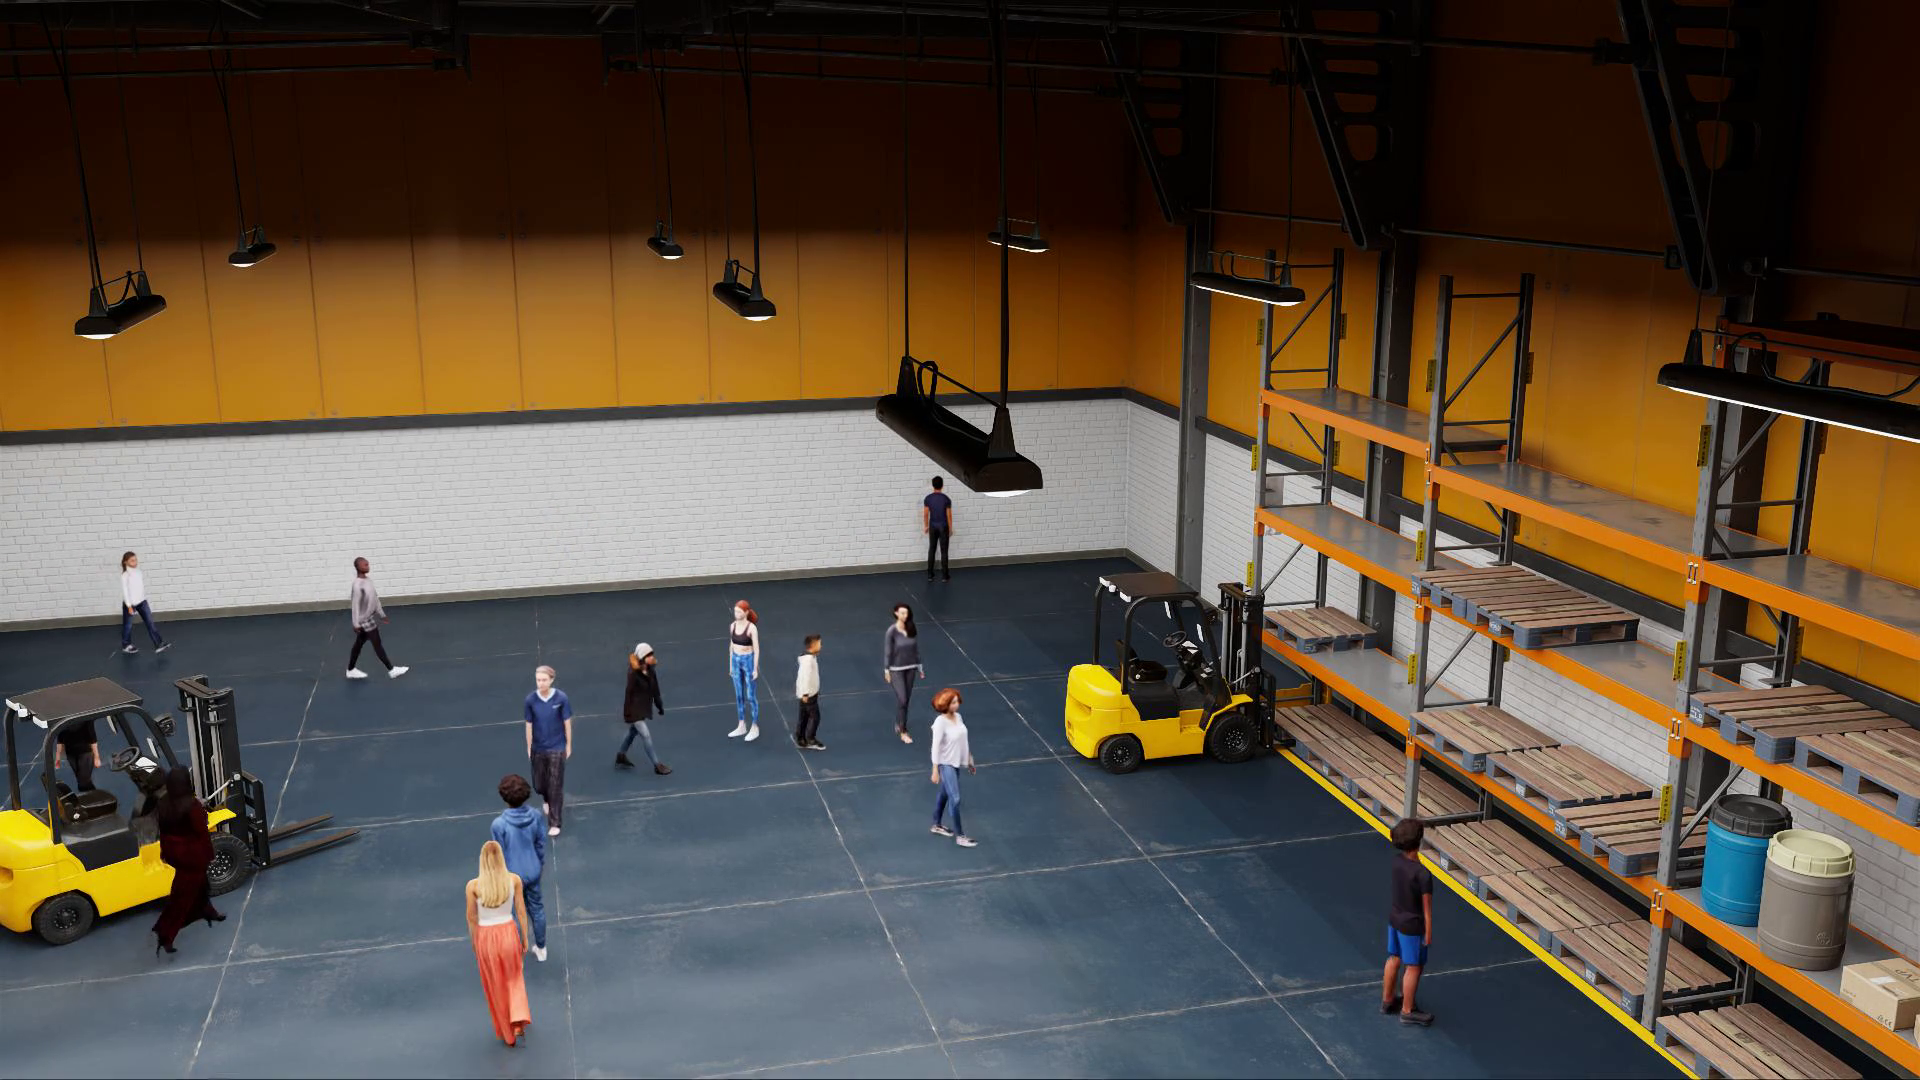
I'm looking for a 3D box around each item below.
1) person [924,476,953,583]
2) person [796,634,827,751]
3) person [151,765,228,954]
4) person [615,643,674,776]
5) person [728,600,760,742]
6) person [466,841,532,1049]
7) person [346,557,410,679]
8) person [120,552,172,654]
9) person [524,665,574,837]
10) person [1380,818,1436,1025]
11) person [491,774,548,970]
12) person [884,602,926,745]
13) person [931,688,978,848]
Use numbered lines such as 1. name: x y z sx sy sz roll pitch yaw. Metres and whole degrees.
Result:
1. person: -0.367 -0.200 28.135 0.706 1.789 0.703 4 14 15
2. person: -1.933 1.868 20.354 0.727 1.431 0.599 0 14 1
3. person: -7.165 2.959 15.248 1.107 1.714 1.191 7 15 26
4. person: -3.821 1.988 19.534 1.095 1.583 1.081 6 15 25
5. person: -2.679 1.608 20.674 0.670 1.785 0.734 8 16 31
6. person: -3.750 3.339 13.516 0.672 1.790 0.776 -5 15 -20
7. person: -8.268 1.103 22.879 0.874 1.729 1.136 0 14 -1
8. person: -11.998 0.931 24.048 1.035 1.513 1.043 6 15 23
9. person: -4.416 2.229 17.962 0.762 1.855 0.921 -1 14 -3
10. person: 3.787 3.216 14.028 0.746 1.787 0.581 -3 14 -13
11. person: -3.964 2.974 14.980 0.759 1.810 0.731 -12 18 -40
12. person: -0.767 1.608 20.747 0.795 1.752 0.911 -11 18 -39
13. person: -0.193 2.371 17.722 1.041 1.692 0.976 8 16 29
